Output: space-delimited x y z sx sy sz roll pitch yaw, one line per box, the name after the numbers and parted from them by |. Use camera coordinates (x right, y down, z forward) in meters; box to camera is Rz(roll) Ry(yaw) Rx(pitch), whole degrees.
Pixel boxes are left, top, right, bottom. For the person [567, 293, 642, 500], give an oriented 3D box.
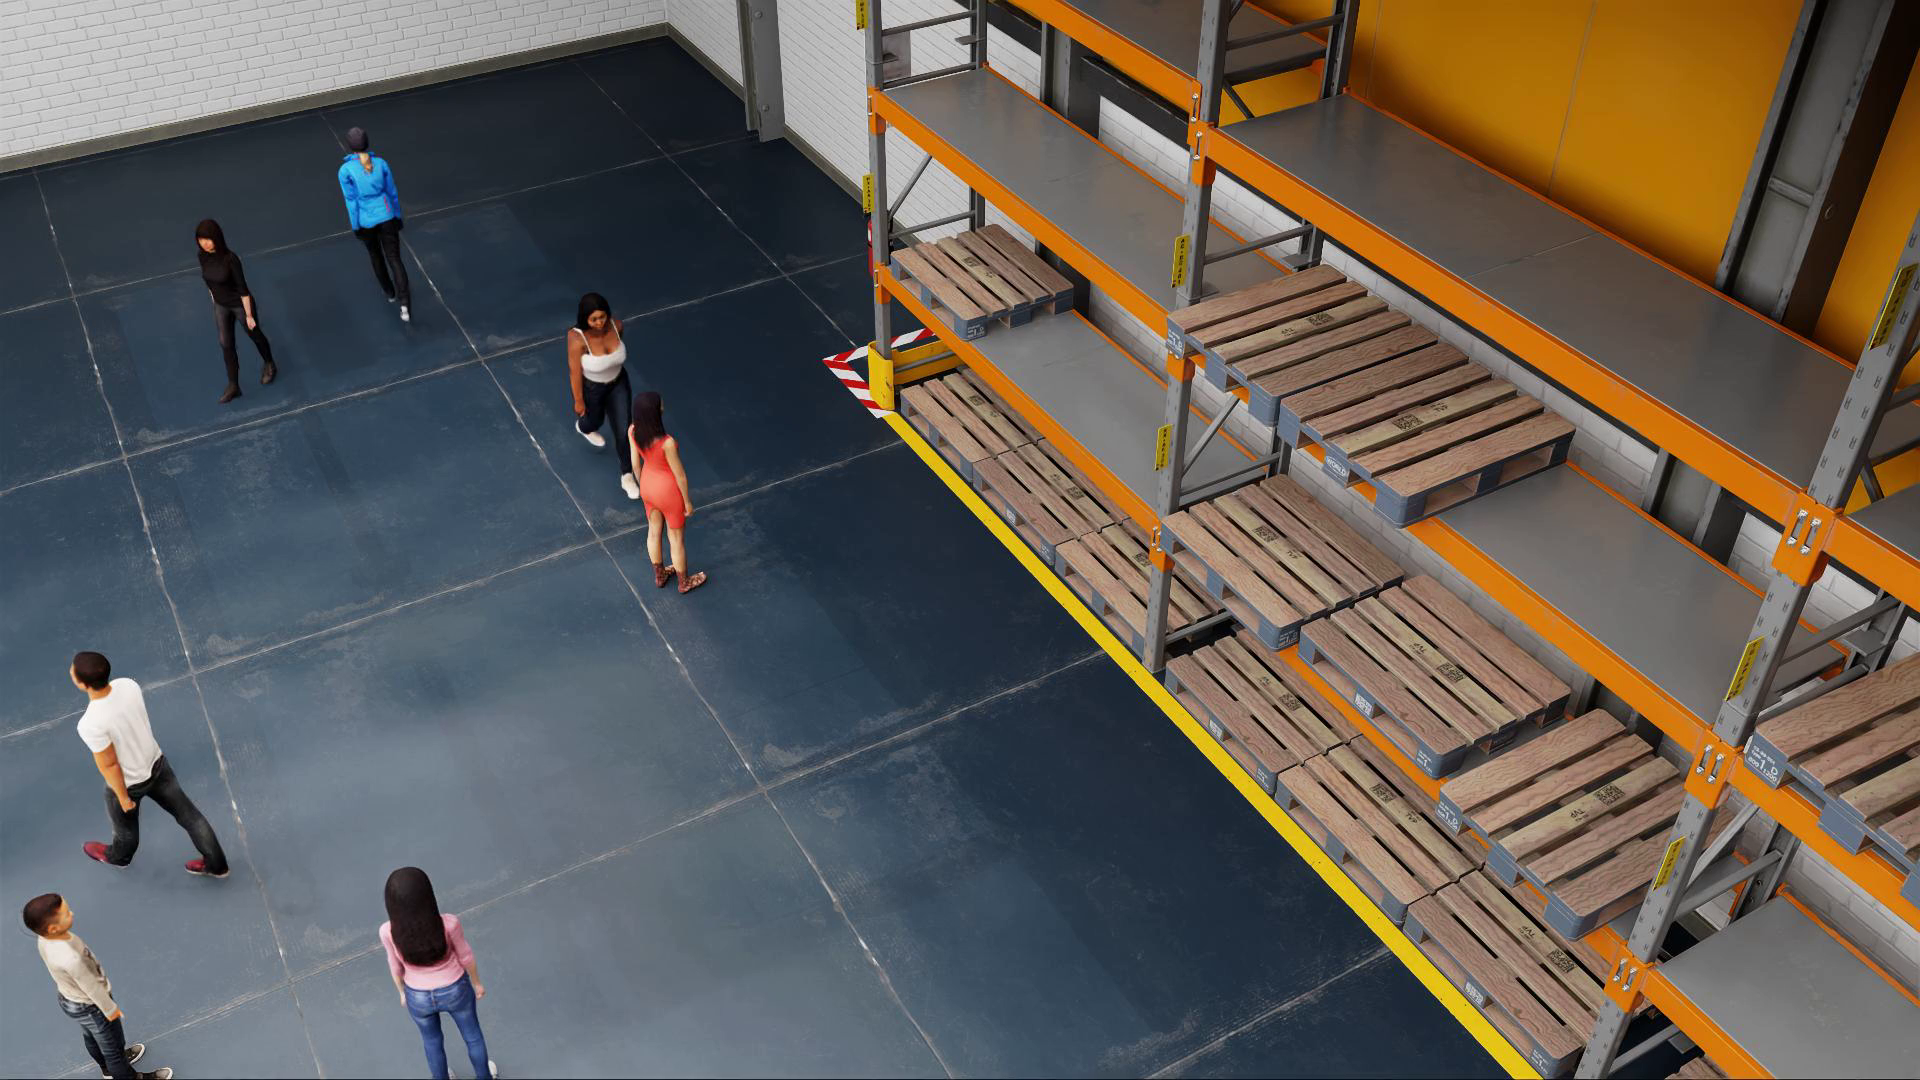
-2.819 -1.216 12.951 0.661 1.749 1.205 -22 43 -25 | person

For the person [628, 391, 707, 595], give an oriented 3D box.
-2.126 -0.336 11.872 0.631 1.719 0.729 18 42 21 | person

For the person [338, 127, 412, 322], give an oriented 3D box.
-5.202 -2.796 14.913 0.675 1.769 1.154 -16 41 -19 | person

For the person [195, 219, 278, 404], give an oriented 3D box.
-6.092 -2.020 14.058 0.933 1.623 1.015 7 39 9 | person

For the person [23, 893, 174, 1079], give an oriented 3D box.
-4.562 2.381 8.674 0.549 1.465 0.677 29 47 31 | person

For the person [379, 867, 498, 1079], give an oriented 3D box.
-2.684 2.310 8.541 0.616 1.742 0.583 -8 39 -9 | person

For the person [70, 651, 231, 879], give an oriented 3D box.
-4.718 1.368 9.702 1.179 1.765 1.142 8 39 10 | person
